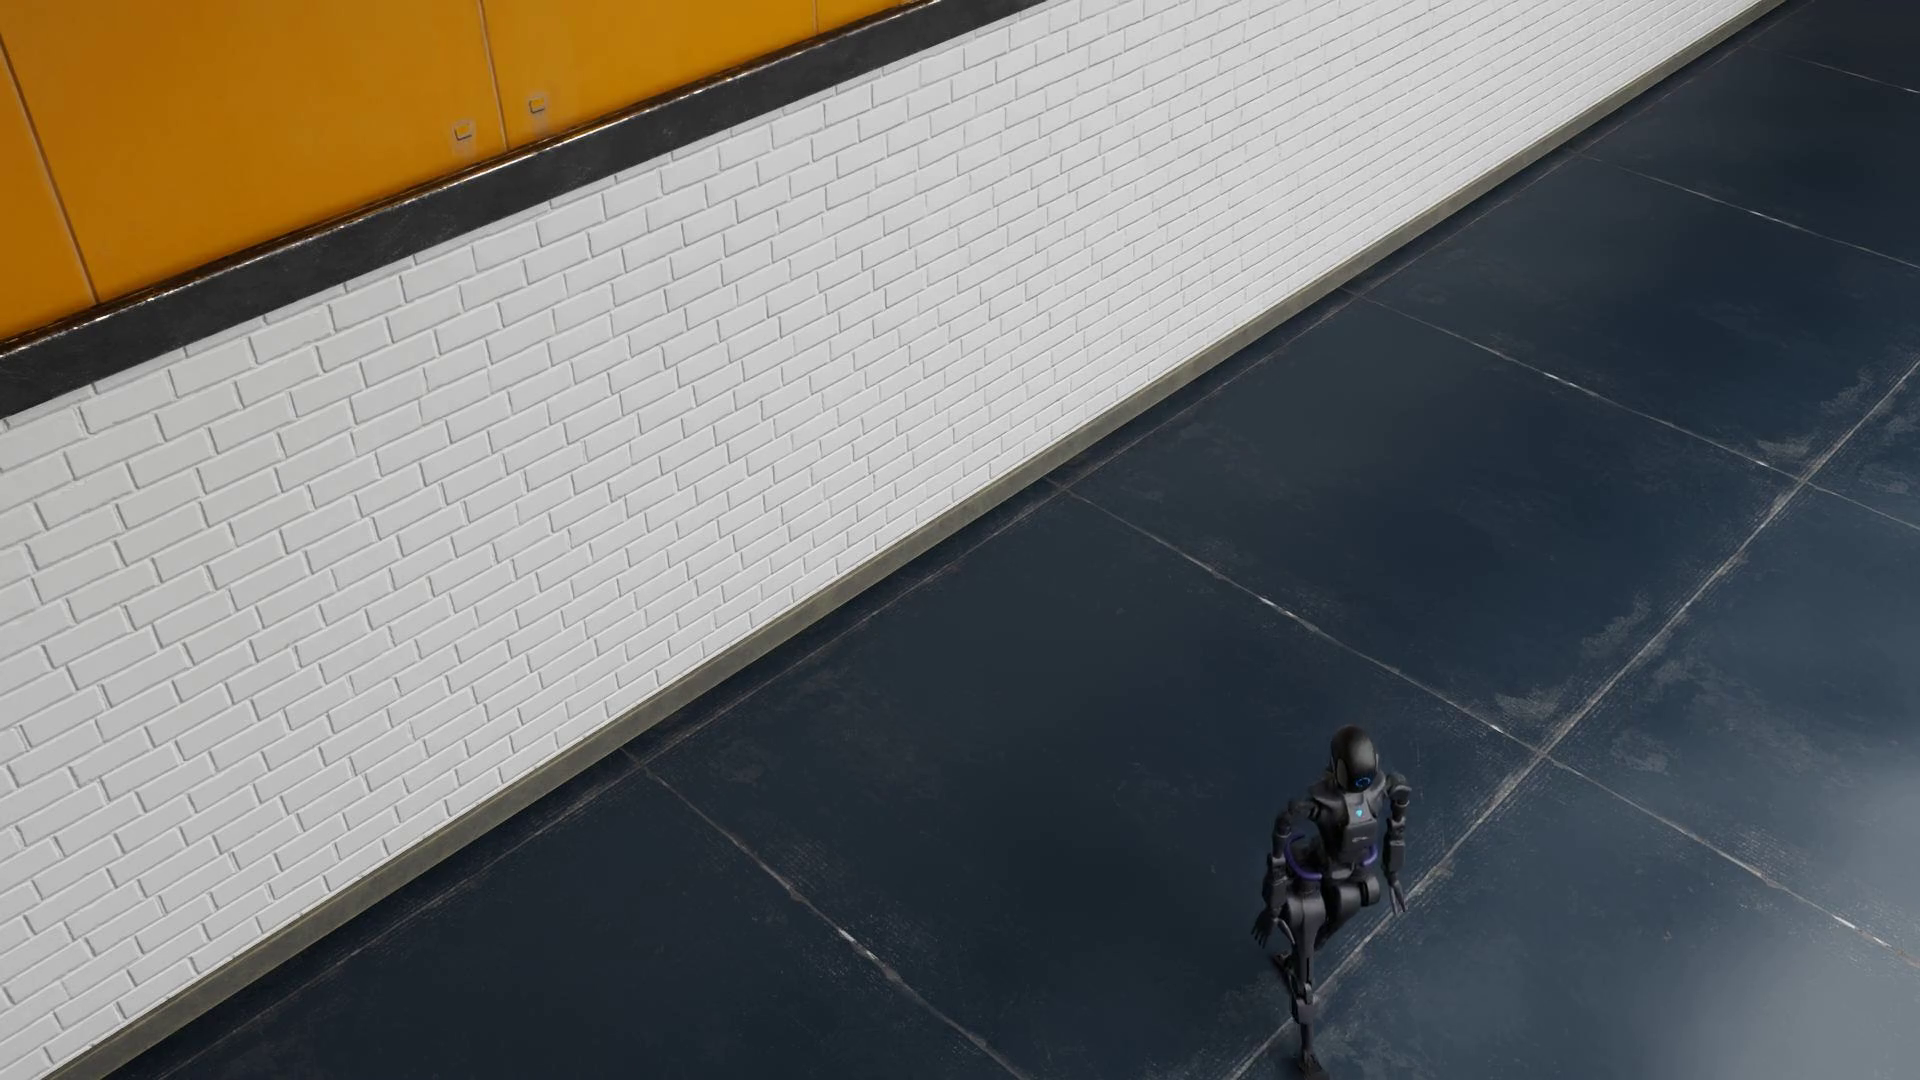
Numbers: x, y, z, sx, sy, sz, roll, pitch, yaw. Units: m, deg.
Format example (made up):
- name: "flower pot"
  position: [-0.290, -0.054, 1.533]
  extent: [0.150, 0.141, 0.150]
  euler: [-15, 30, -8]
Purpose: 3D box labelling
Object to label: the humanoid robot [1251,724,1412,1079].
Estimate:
- name: "humanoid robot"
  position: [1.409, 1.318, 6.170]
  extent: [0.609, 1.630, 0.748]
  euler: [-11, 40, -13]
